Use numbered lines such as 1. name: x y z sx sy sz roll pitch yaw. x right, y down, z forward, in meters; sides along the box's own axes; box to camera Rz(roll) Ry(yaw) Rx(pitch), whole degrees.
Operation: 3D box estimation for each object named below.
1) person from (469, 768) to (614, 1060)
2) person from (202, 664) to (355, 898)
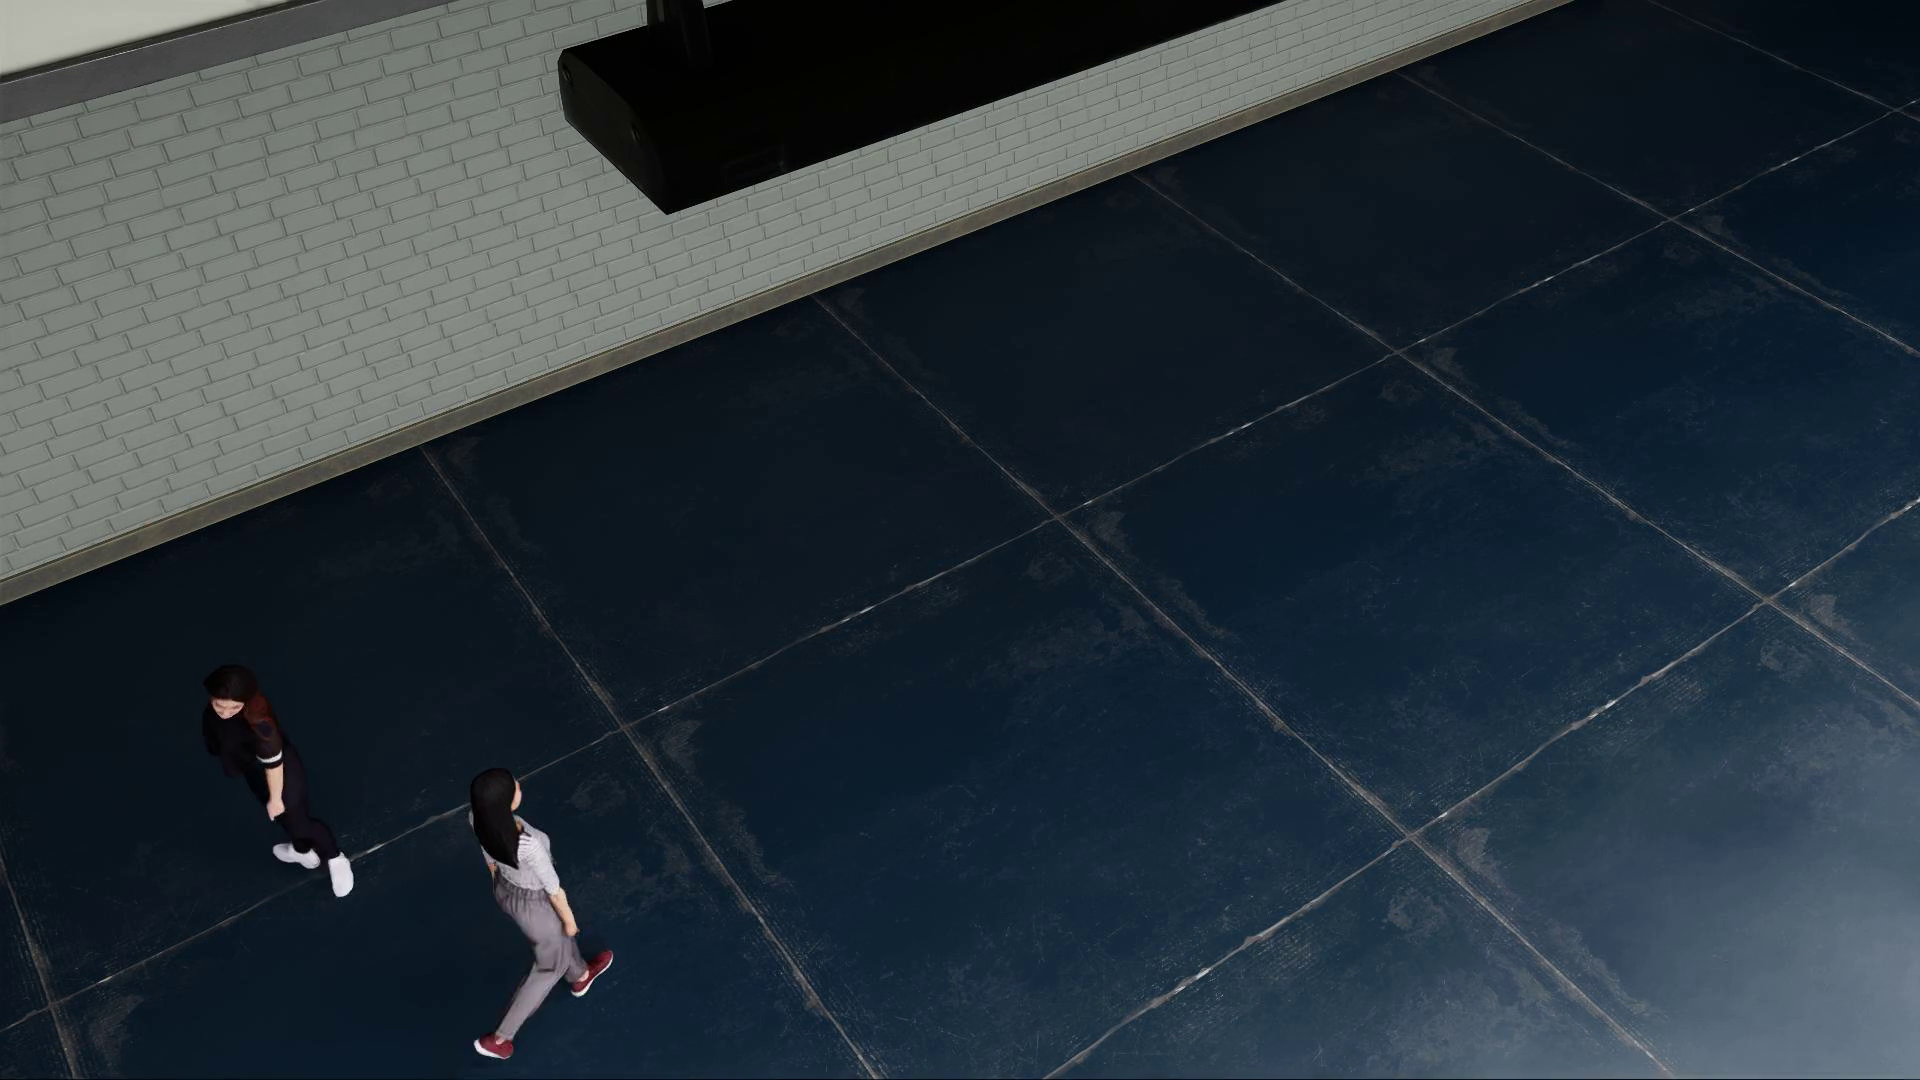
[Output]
1. person: -1.935 1.632 7.238 1.045 1.712 0.881 26 49 25
2. person: -3.312 1.063 7.923 0.788 1.610 0.555 -19 46 -20
